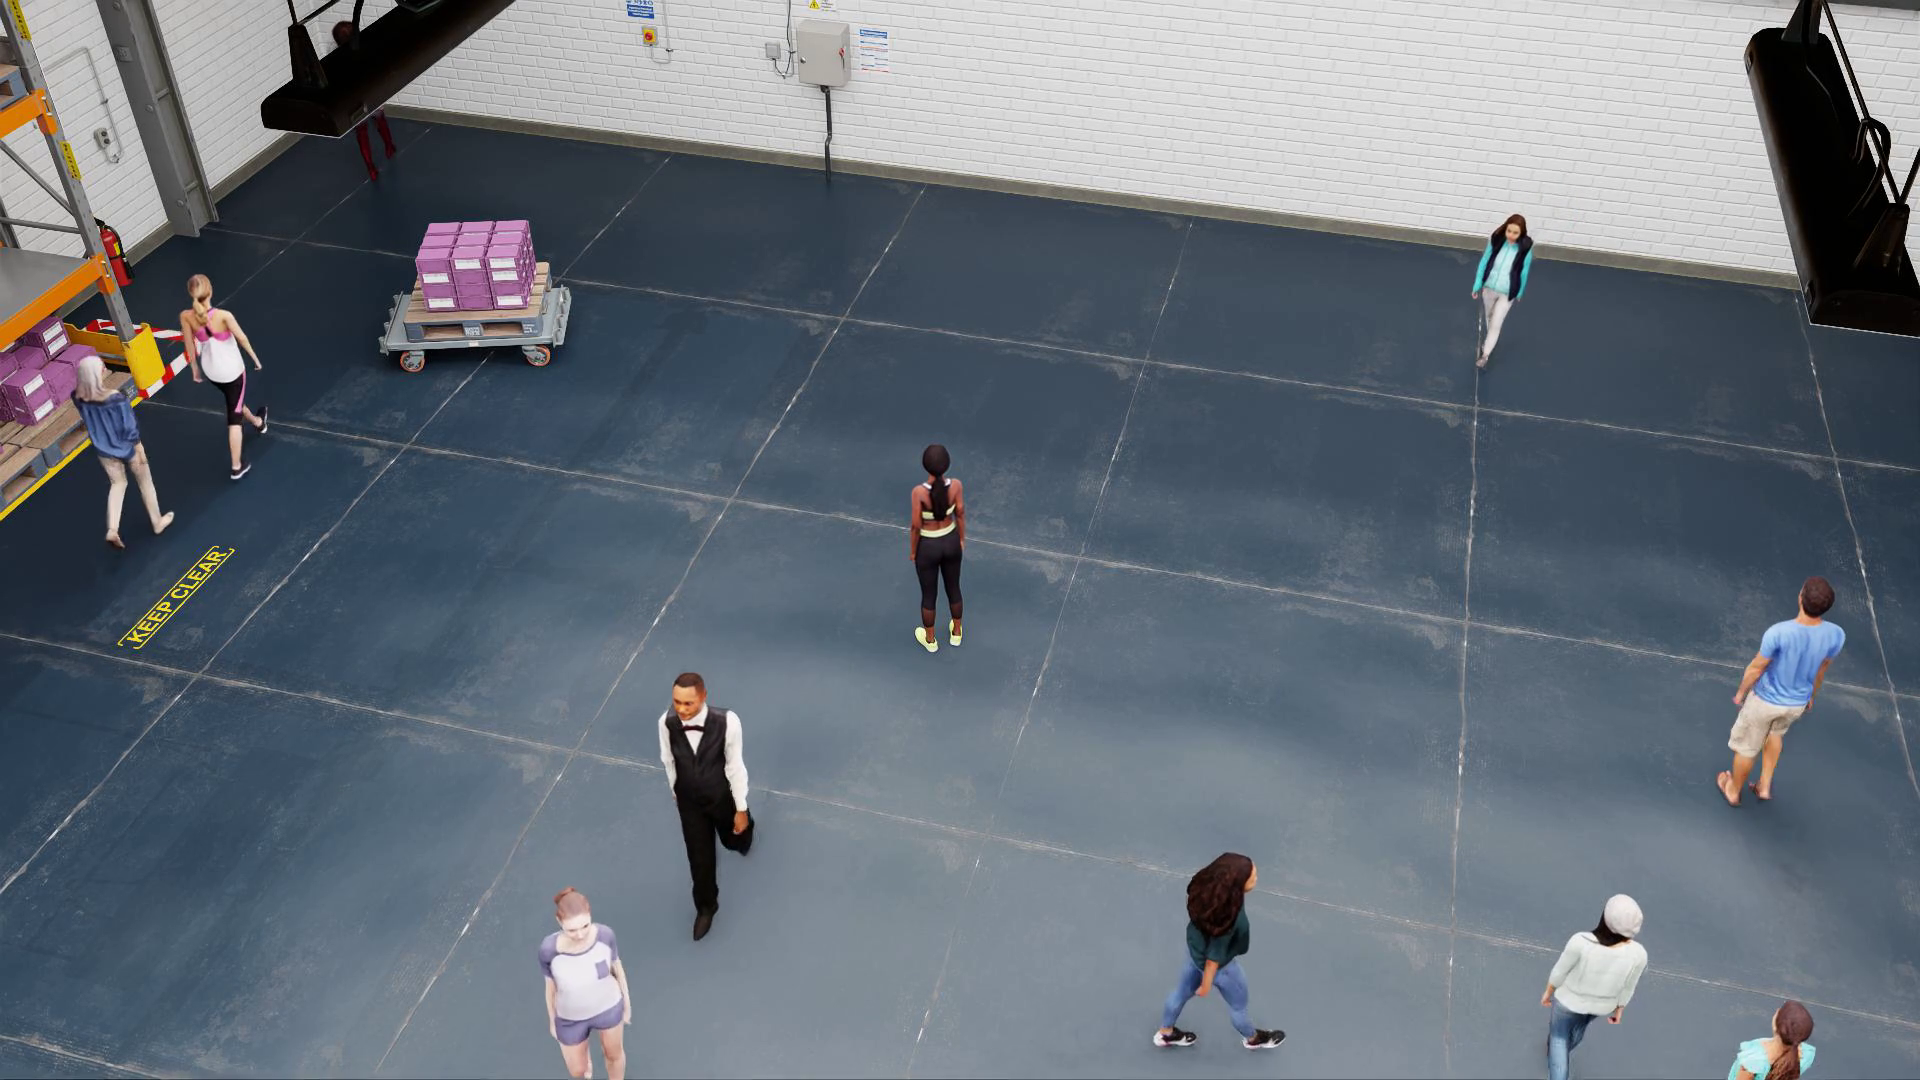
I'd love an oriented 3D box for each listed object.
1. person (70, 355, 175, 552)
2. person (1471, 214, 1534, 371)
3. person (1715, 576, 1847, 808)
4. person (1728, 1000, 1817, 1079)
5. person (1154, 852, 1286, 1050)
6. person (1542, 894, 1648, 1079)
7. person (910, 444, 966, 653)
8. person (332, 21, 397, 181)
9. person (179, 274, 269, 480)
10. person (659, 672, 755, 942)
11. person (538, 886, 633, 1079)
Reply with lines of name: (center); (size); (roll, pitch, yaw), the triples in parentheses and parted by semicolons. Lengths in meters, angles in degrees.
person: (-6.551, -0.640, 12.860); (0.714, 1.682, 0.963); (4, 39, 4)
person: (4.935, -2.324, 15.147); (0.762, 1.459, 1.001); (24, 44, 27)
person: (5.252, 1.056, 10.595); (0.723, 1.858, 0.756); (1, 39, 1)
person: (4.072, 2.929, 8.500); (0.602, 1.547, 0.639); (2, 39, 2)
person: (1.315, 2.313, 9.238); (0.877, 1.586, 0.991); (-4, 39, -6)
person: (3.373, 2.527, 8.944); (0.600, 1.621, 0.995); (8, 39, 10)
person: (-0.156, 0.065, 11.920); (0.644, 1.754, 0.669); (-12, 40, -15)
person: (-6.466, -4.710, 17.953); (0.826, 1.687, 1.026); (-4, 39, -5)
person: (-6.054, -1.302, 13.644); (0.843, 1.738, 1.204); (0, 39, 0)
person: (-1.475, 1.472, 10.047); (0.813, 1.892, 1.184); (4, 39, 5)
person: (-2.008, 2.446, 8.937); (0.784, 1.755, 0.858); (-13, 40, -15)
